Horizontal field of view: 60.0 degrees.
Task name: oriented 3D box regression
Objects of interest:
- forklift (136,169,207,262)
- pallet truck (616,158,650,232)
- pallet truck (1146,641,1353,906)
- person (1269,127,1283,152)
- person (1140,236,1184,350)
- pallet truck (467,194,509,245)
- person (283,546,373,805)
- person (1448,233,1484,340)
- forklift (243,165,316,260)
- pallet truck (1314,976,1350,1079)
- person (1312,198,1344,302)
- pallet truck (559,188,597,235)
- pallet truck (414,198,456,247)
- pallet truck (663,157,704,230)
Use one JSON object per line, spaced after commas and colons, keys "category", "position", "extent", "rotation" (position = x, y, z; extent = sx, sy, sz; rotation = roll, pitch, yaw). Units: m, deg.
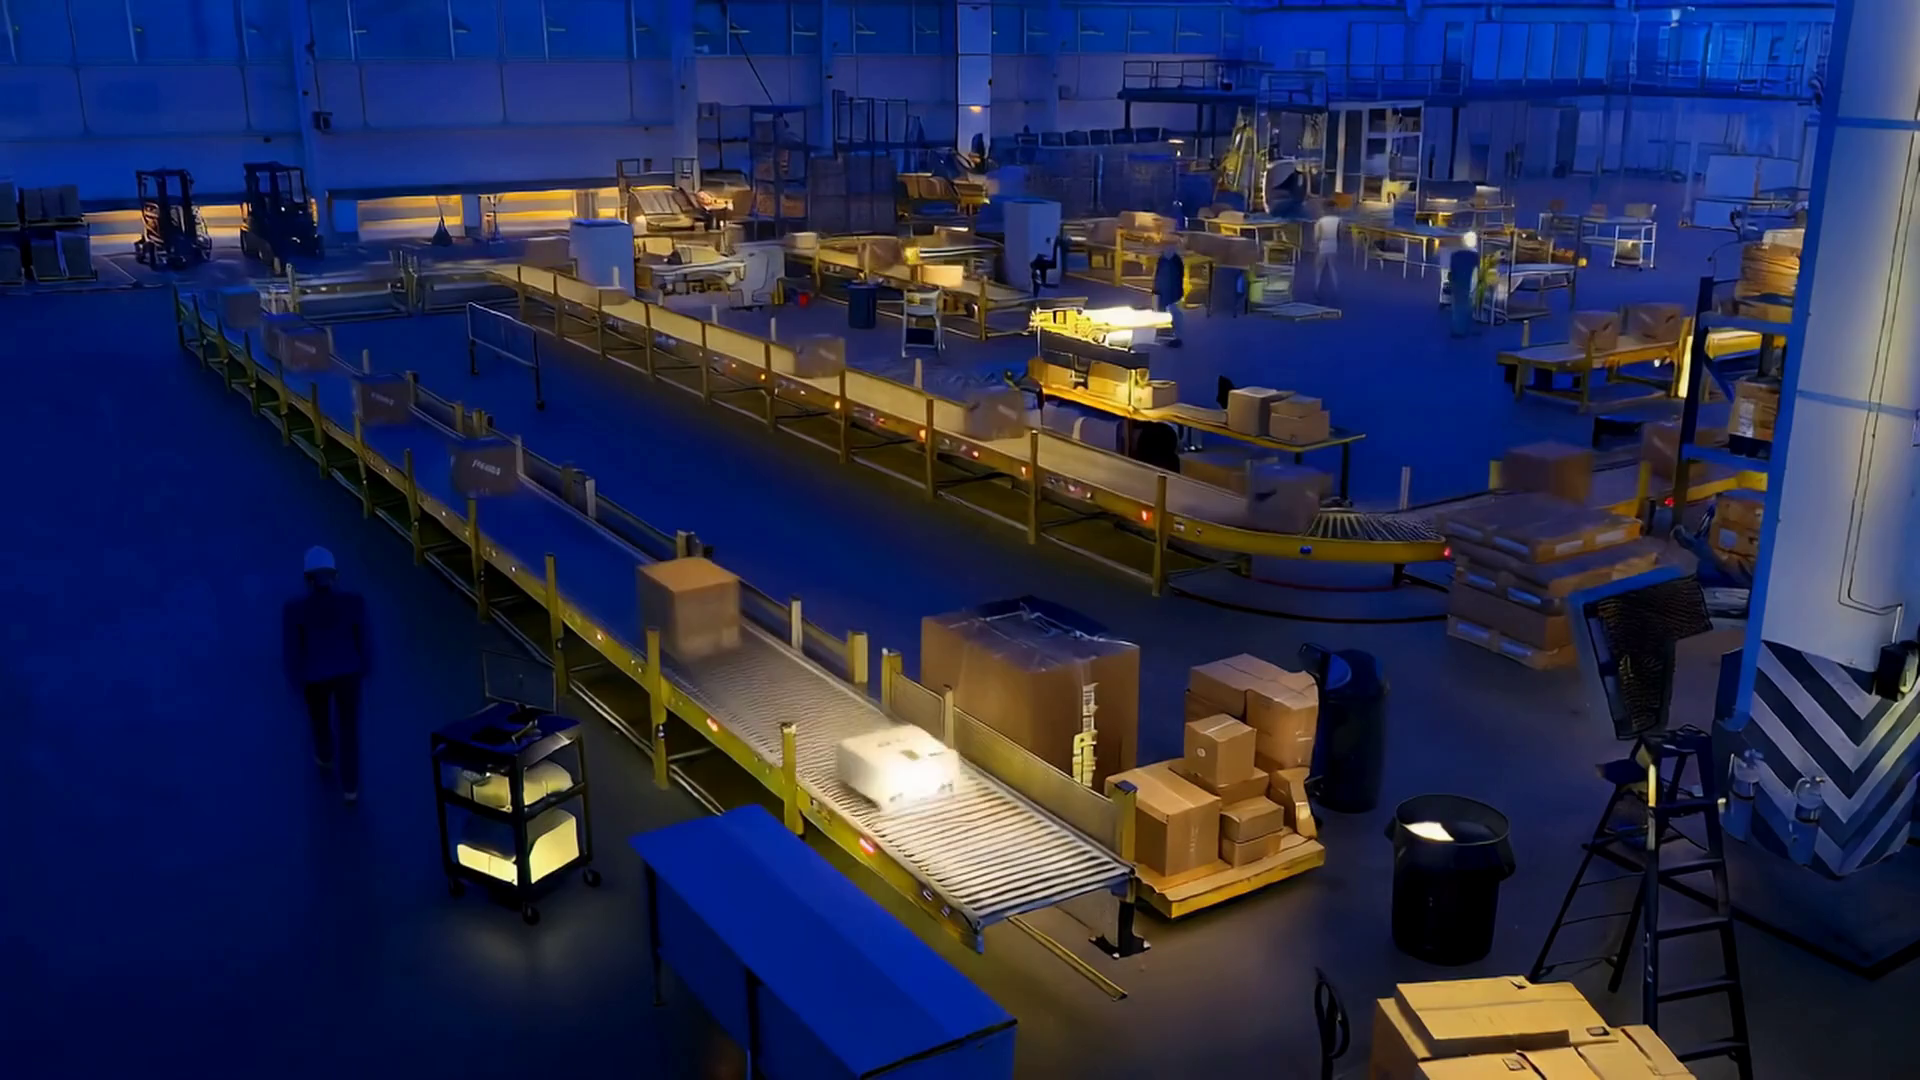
{"category": "forklift", "position": [-17.842, -7.318, 37.559], "extent": [1.157, 1.987, 2.680], "rotation": [-10, 20, -31]}
{"category": "pallet truck", "position": [-8.918, -9.176, 44.255], "extent": [0.823, 1.965, 1.885], "rotation": [-9, 19, -27]}
{"category": "pallet truck", "position": [1.664, 1.407, 10.232], "extent": [1.630, 1.274, 0.653], "rotation": [-10, 20, -31]}
{"category": "person", "position": [12.016, -14.744, 63.094], "extent": [0.593, 1.815, 0.667], "rotation": [-12, 20, -35]}
{"category": "person", "position": [3.347, -4.092, 27.577], "extent": [0.996, 1.850, 0.666], "rotation": [-7, 18, -21]}
{"category": "pallet truck", "position": [-11.983, -8.177, 42.137], "extent": [0.704, 1.261, 1.522], "rotation": [-11, 20, -33]}
{"category": "person", "position": [-4.268, 0.867, 11.274], "extent": [0.550, 1.722, 0.885], "rotation": [-7, 18, -23]}
{"category": "person", "position": [8.729, -4.343, 28.498], "extent": [0.807, 1.799, 0.627], "rotation": [-10, 19, -29]}
{"category": "forklift", "position": [-15.898, -7.669, 38.708], "extent": [1.157, 1.987, 2.680], "rotation": [-11, 20, -33]}
{"category": "pallet truck", "position": [2.299, 2.390, 7.086], "extent": [1.601, 1.201, 0.680], "rotation": [-2, 17, -7]}
{"category": "person", "position": [7.239, -5.683, 32.634], "extent": [0.612, 2.007, 0.994], "rotation": [-2, 17, -6]}
{"category": "pallet truck", "position": [-10.010, -8.652, 43.699], "extent": [0.653, 1.274, 1.630], "rotation": [-10, 20, -31]}
{"category": "pallet truck", "position": [-13.250, -8.060, 41.856], "extent": [0.680, 1.201, 1.601], "rotation": [-10, 20, -31]}
{"category": "pallet truck", "position": [-7.586, -9.308, 44.692], "extent": [0.823, 1.965, 1.885], "rotation": [-11, 20, -33]}
